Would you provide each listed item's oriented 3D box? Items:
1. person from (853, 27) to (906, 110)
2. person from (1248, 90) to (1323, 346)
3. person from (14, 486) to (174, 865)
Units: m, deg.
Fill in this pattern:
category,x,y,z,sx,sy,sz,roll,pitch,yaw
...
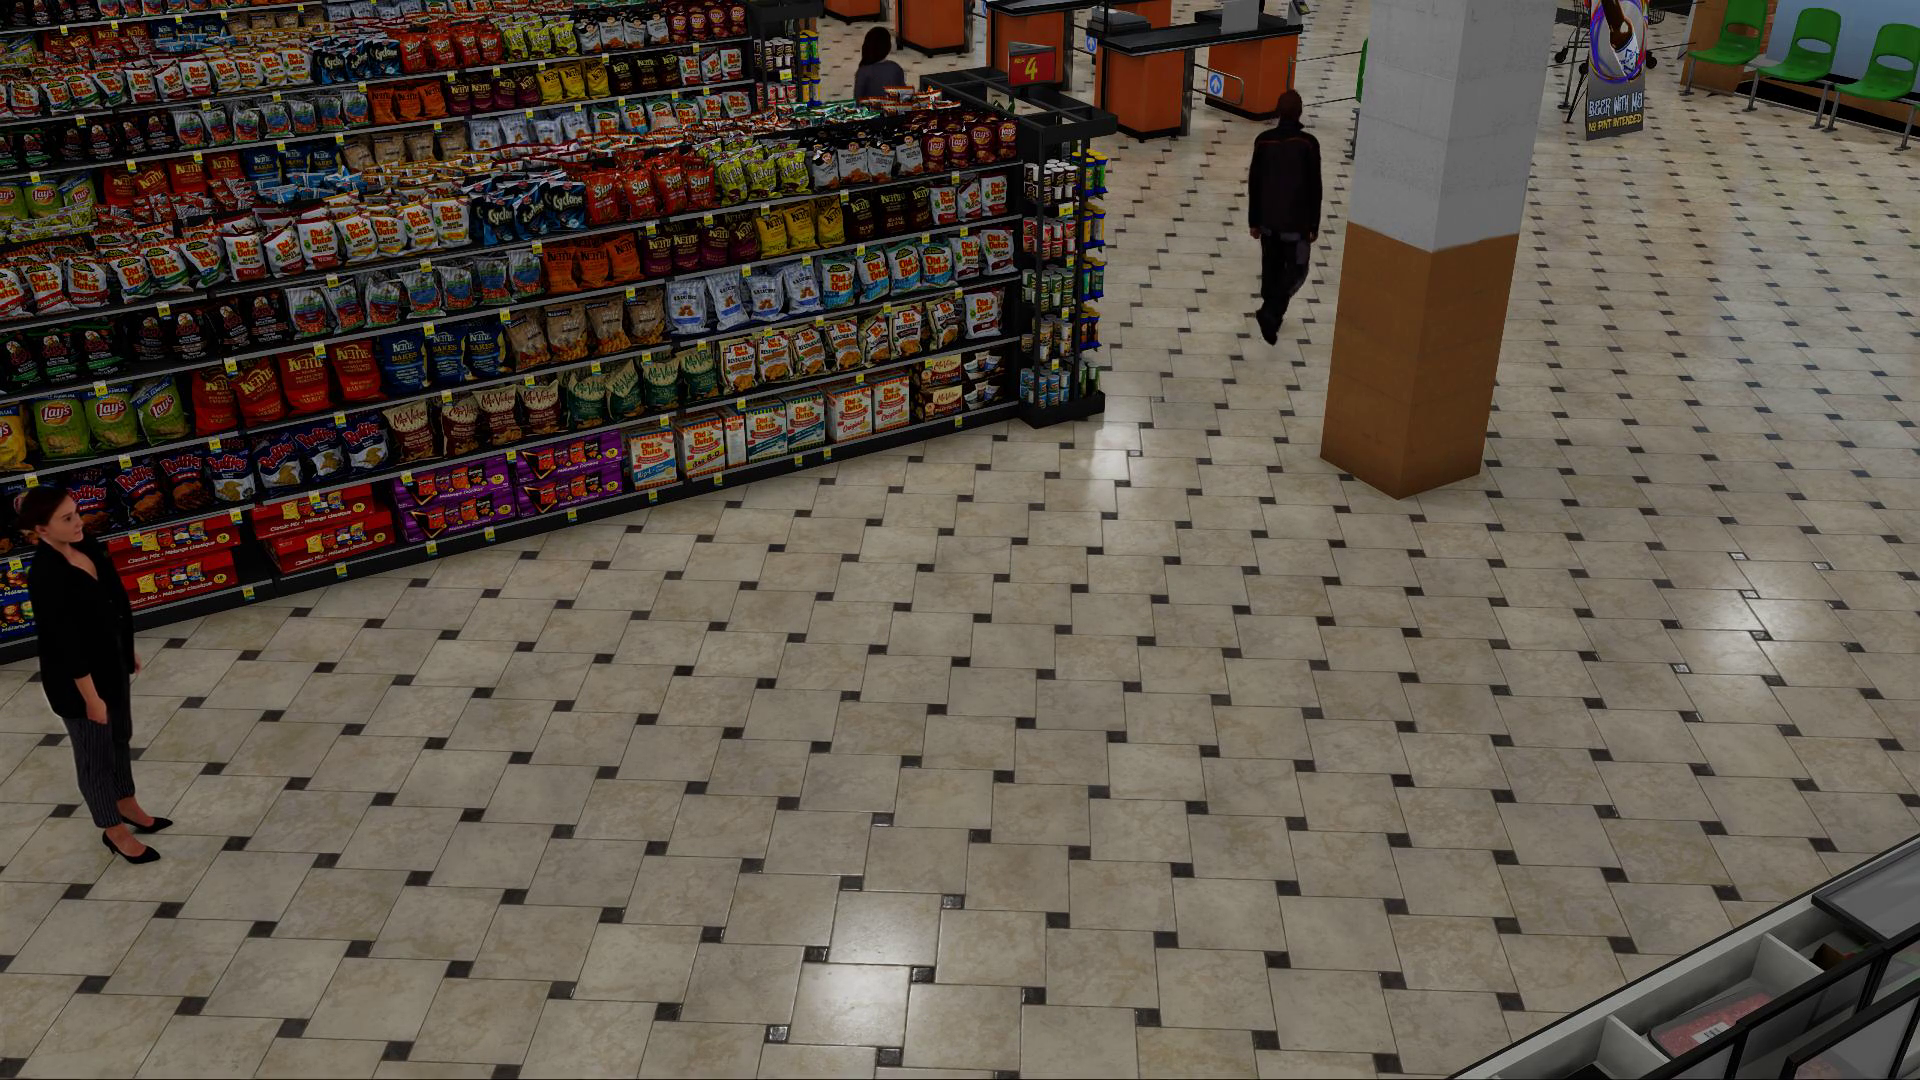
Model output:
category,x,y,z,sx,sy,sz,roll,pitch,yaw
person,-0.649,-3.368,13.974,1.057,1.724,0.731,-18,33,-30
person,2.289,-2.272,11.883,0.969,1.804,1.123,17,33,28
person,-3.555,0.551,6.801,0.704,1.719,0.723,-3,29,-6
